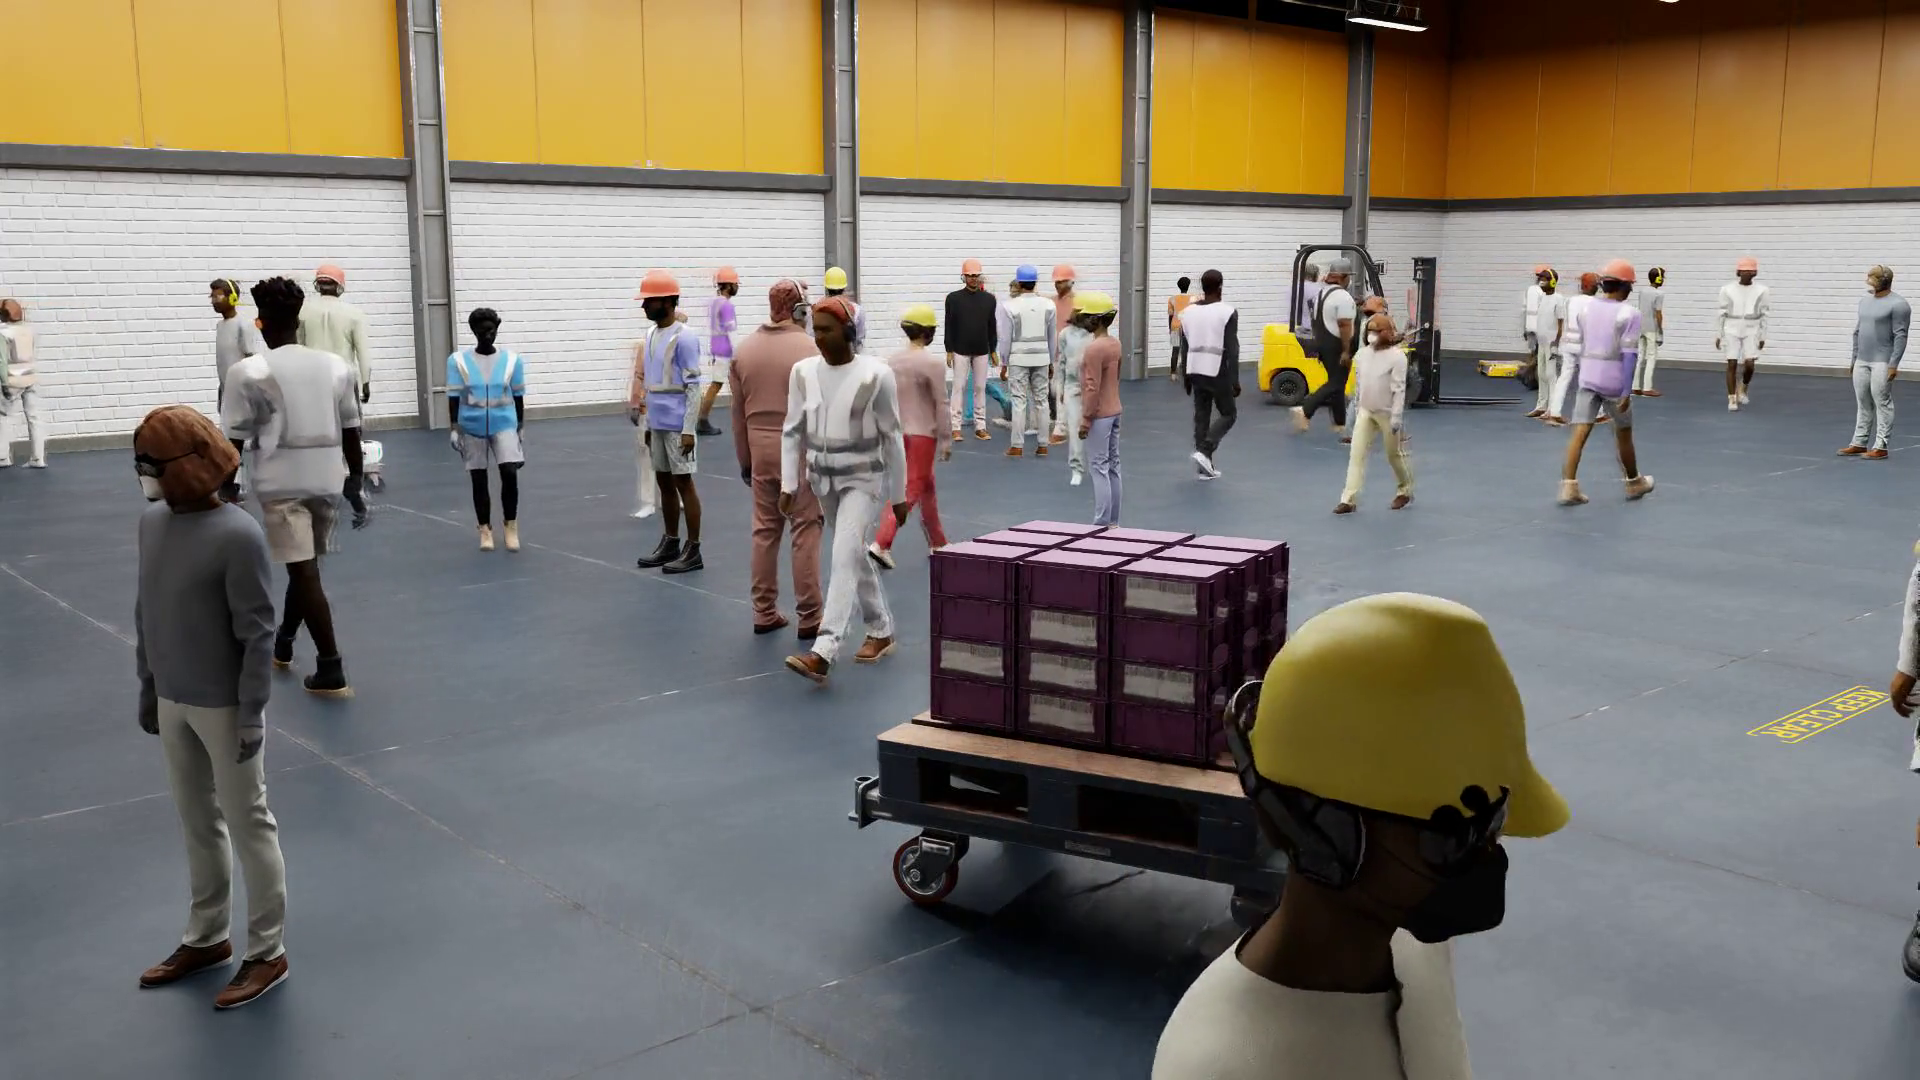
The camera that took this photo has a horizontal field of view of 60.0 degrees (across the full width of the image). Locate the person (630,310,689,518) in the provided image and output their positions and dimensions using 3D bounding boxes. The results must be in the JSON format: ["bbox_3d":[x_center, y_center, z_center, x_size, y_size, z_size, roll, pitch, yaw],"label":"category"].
[{"bbox_3d":[-2.346,-0.982,12.962,0.326,1.611,0.609,8,13,39],"label":"person"}]

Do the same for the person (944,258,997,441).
[{"bbox_3d":[0.123,-2.085,18.279,0.608,1.995,0.377,-3,10,-17],"label":"person"}]

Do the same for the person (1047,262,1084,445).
[{"bbox_3d":[1.191,-2.035,18.088,0.838,1.961,0.600,-9,13,-41],"label":"person"}]

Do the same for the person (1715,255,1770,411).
[{"bbox_3d":[10.217,-2.696,21.754,0.621,2.031,0.505,4,10,21],"label":"person"}]

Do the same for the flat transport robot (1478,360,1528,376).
[{"bbox_3d":[9.201,-2.912,28.162,0.652,0.197,1.431,2,10,10],"label":"flat transport robot"}]

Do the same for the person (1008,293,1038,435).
[{"bbox_3d":[0.796,-1.992,18.813,0.455,1.619,0.523,7,12,36],"label":"person"}]

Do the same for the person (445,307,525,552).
[{"bbox_3d":[-3.213,-0.736,11.303,0.532,1.675,0.525,-3,10,-16],"label":"person"}]

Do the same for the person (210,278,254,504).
[{"bbox_3d":[-5.851,-1.206,13.581,0.525,1.850,0.629,8,13,40],"label":"person"}]

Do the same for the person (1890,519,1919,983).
[{"bbox_3d":[2.755,0.338,4.327,0.573,1.913,0.420,6,11,31],"label":"person"}]

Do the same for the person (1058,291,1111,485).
[{"bbox_3d":[1.124,-1.380,14.959,0.497,1.715,0.766,2,10,9],"label":"person"}]

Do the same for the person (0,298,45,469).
[{"bbox_3d":[-9.019,-1.474,15.790,0.601,1.621,0.521,2,10,14],"label":"person"}]

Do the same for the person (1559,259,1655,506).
[{"bbox_3d":[5.322,-1.285,13.597,1.051,1.984,0.612,-7,12,-36],"label":"person"}]

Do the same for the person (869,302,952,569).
[{"bbox_3d":[-0.314,-0.690,10.880,0.882,1.727,0.530,-9,13,-42],"label":"person"}]

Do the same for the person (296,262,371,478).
[{"bbox_3d":[-5.301,-1.358,14.080,0.640,1.973,0.458,-2,10,-10],"label":"person"}]

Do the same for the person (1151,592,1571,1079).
[{"bbox_3d":[0.409,0.918,1.454,0.776,1.743,0.539,8,12,39],"label":"person"}]

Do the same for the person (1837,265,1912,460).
[{"bbox_3d":[9.135,-1.765,16.591,0.370,1.934,0.627,-2,10,-13],"label":"person"}]

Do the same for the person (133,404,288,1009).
[{"bbox_3d":[-2.052,0.447,4.512,0.499,1.633,0.279,6,11,30],"label":"person"}]

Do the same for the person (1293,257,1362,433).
[{"bbox_3d":[4.182,-2.204,18.844,0.832,2.000,0.694,-2,10,-10],"label":"person"}]

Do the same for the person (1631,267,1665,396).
[{"bbox_3d":[9.974,-3.001,24.052,0.334,1.863,0.518,-3,10,-16],"label":"person"}]

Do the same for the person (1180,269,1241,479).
[{"bbox_3d":[2.248,-1.479,14.987,0.625,1.907,0.448,9,13,41],"label":"person"}]

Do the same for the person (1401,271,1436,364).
[{"bbox_3d":[7.992,-3.887,29.230,0.660,1.859,0.942,-6,11,-30],"label":"person"}]

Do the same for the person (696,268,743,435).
[{"bbox_3d":[-2.580,-2.128,18.847,0.976,1.881,0.568,-3,10,-18],"label":"person"}]

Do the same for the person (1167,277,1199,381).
[{"bbox_3d":[3.611,-3.404,26.897,0.532,1.694,0.320,4,11,24],"label":"person"}]

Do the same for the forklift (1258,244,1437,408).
[{"bbox_3d":[5.256,-2.933,22.661,2.313,2.155,1.214,3,10,16],"label":"forklift"}]

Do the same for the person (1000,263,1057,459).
[{"bbox_3d":[0.681,-1.781,16.627,0.604,1.951,0.380,-3,10,-19],"label":"person"}]

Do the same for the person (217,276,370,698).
[{"bbox_3d":[-3.172,-0.253,7.755,0.960,1.919,0.635,7,12,35],"label":"person"}]

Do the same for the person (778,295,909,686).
[{"bbox_3d":[-0.591,-0.245,7.972,0.567,1.826,1.020,6,11,32],"label":"person"}]

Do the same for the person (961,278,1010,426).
[{"bbox_3d":[0.290,-2.272,19.934,0.786,1.813,0.598,-5,11,-25],"label":"person"}]

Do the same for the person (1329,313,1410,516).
[{"bbox_3d":[3.303,-0.991,13.087,0.877,1.581,0.506,-9,13,-41],"label":"person"}]

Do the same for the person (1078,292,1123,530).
[{"bbox_3d":[0.986,-0.876,11.867,0.315,1.769,0.523,5,11,26],"label":"person"}]

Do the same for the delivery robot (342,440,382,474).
[{"bbox_3d":[-5.320,-0.718,14.215,0.707,0.478,0.477,-5,11,-27],"label":"delivery robot"}]

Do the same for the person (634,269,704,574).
[{"bbox_3d":[-1.876,-0.751,10.640,0.376,1.936,0.549,-8,13,-39],"label":"person"}]

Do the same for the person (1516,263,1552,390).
[{"bbox_3d":[8.628,-3.185,24.944,0.576,1.916,0.547,-4,11,-24],"label":"person"}]

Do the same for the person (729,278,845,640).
[{"bbox_3d":[-0.895,-0.429,8.847,0.652,1.906,0.403,6,11,30],"label":"person"}]

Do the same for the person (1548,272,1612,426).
[{"bbox_3d":[7.396,-2.259,19.790,0.978,1.840,0.594,-6,11,-32],"label":"person"}]

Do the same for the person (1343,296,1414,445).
[{"bbox_3d":[4.489,-1.802,17.800,0.800,1.596,0.493,-1,10,-8],"label":"person"}]

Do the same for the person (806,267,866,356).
[{"bbox_3d":[-1.180,-1.622,15.786,0.585,1.921,0.373,-1,10,-6],"label":"person"}]

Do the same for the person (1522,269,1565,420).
[{"bbox_3d":[7.275,-2.421,20.632,0.326,1.865,0.518,-2,10,-10],"label":"person"}]

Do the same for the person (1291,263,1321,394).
[{"bbox_3d":[5.048,-3.089,24.379,0.568,1.919,0.640,-5,11,-27],"label":"person"}]

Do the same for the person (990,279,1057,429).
[{"bbox_3d":[0.773,-2.171,19.472,0.984,1.763,0.514,-1,10,-3],"label":"person"}]
